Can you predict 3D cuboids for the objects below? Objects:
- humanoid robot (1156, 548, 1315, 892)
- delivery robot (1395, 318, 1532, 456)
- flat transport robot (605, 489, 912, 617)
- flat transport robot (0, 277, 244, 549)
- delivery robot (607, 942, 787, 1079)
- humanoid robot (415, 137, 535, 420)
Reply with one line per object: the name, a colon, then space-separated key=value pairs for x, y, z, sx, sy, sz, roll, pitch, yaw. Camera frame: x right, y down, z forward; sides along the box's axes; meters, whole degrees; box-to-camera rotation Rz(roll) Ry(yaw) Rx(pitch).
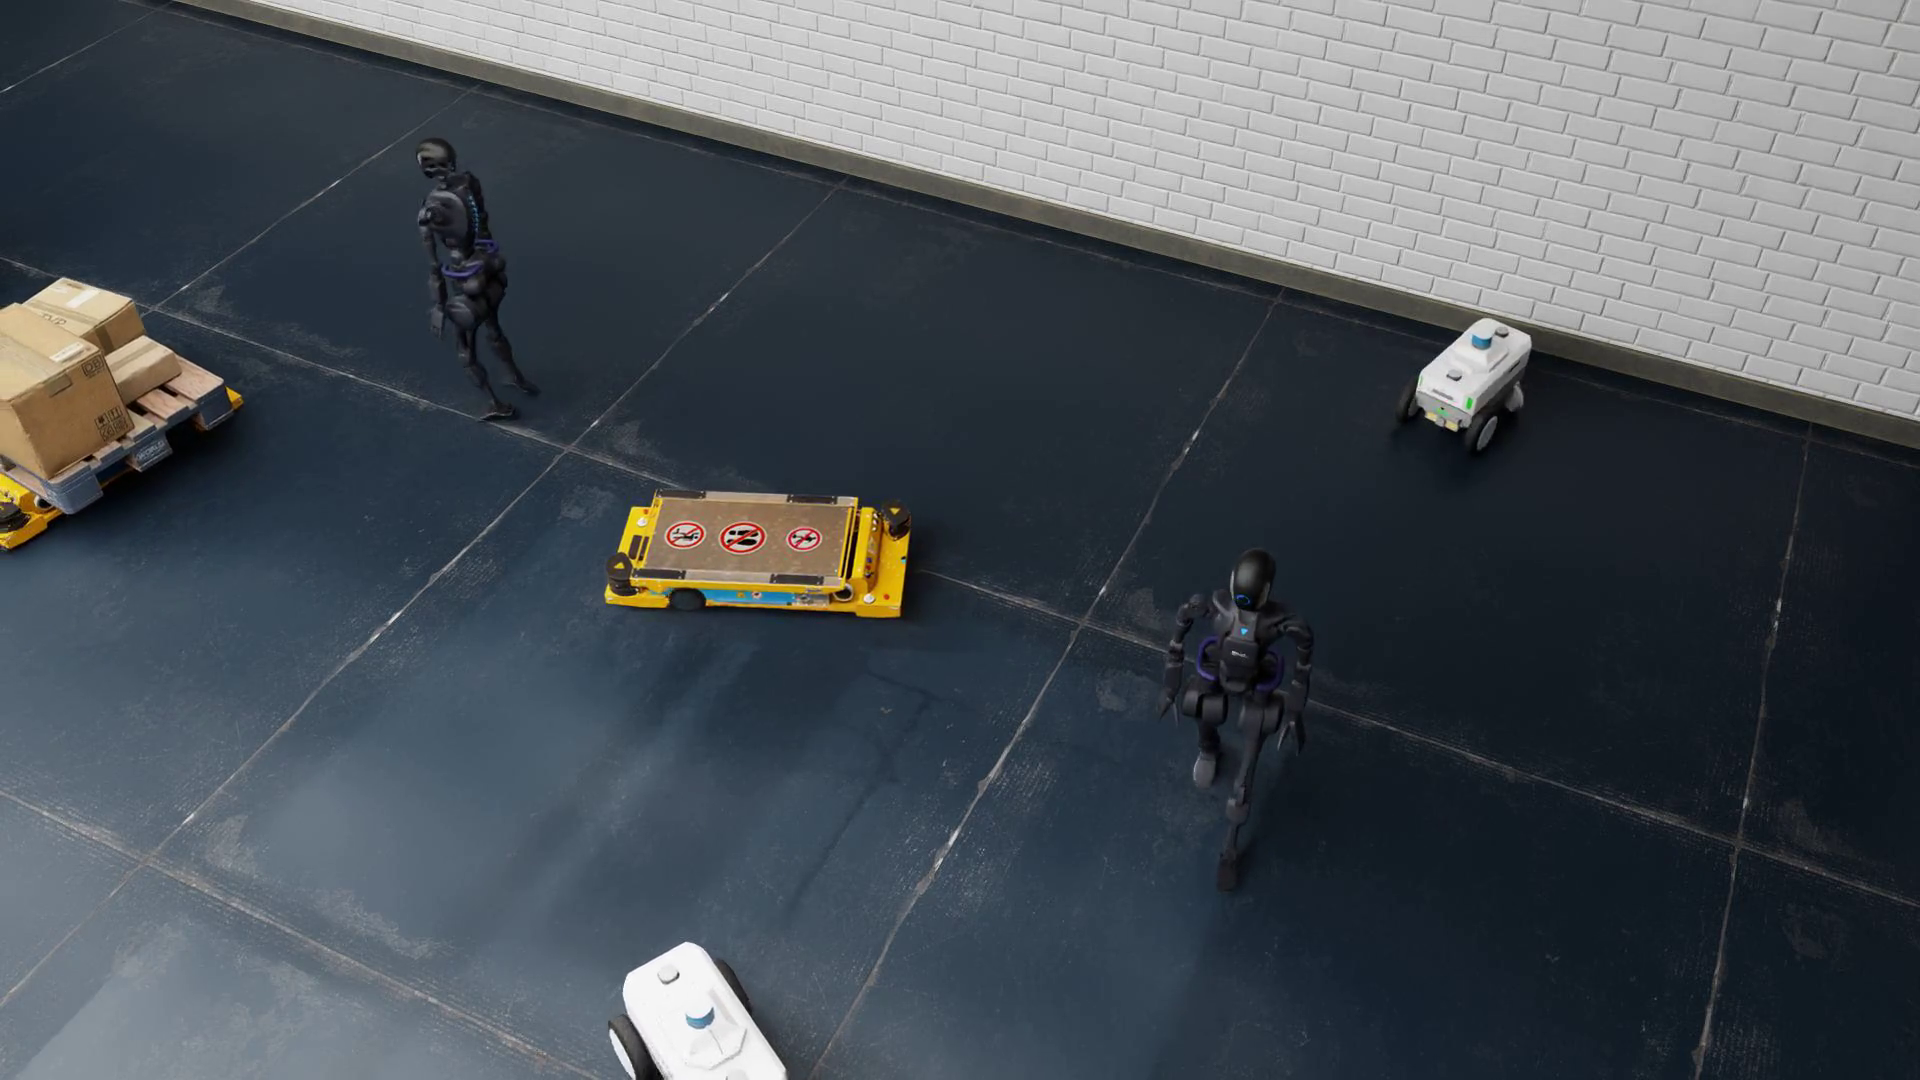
humanoid robot: x=1.087 y=0.612 z=6.600 sx=0.613 sy=1.615 sz=0.815 roll=11 pitch=44 yaw=11
delivery robot: x=2.754 y=-0.869 z=8.975 sx=0.503 sy=0.585 sz=0.757 roll=31 pitch=51 yaw=29
flat transport robot: x=-0.977 y=0.065 z=8.185 sx=1.431 sy=0.231 sz=0.659 roll=2 pitch=43 yaw=3
flat transport robot: x=-4.617 y=-0.532 z=8.829 sx=0.659 sy=0.231 sz=1.431 roll=25 pitch=48 yaw=25
delivery robot: x=-0.933 y=1.847 z=6.064 sx=0.499 sy=0.612 sz=0.814 roll=-25 pitch=49 yaw=-25
humanoid robot: x=-2.566 y=-1.337 z=8.662 sx=0.325 sy=1.654 sz=0.589 roll=11 pitch=44 yaw=12
